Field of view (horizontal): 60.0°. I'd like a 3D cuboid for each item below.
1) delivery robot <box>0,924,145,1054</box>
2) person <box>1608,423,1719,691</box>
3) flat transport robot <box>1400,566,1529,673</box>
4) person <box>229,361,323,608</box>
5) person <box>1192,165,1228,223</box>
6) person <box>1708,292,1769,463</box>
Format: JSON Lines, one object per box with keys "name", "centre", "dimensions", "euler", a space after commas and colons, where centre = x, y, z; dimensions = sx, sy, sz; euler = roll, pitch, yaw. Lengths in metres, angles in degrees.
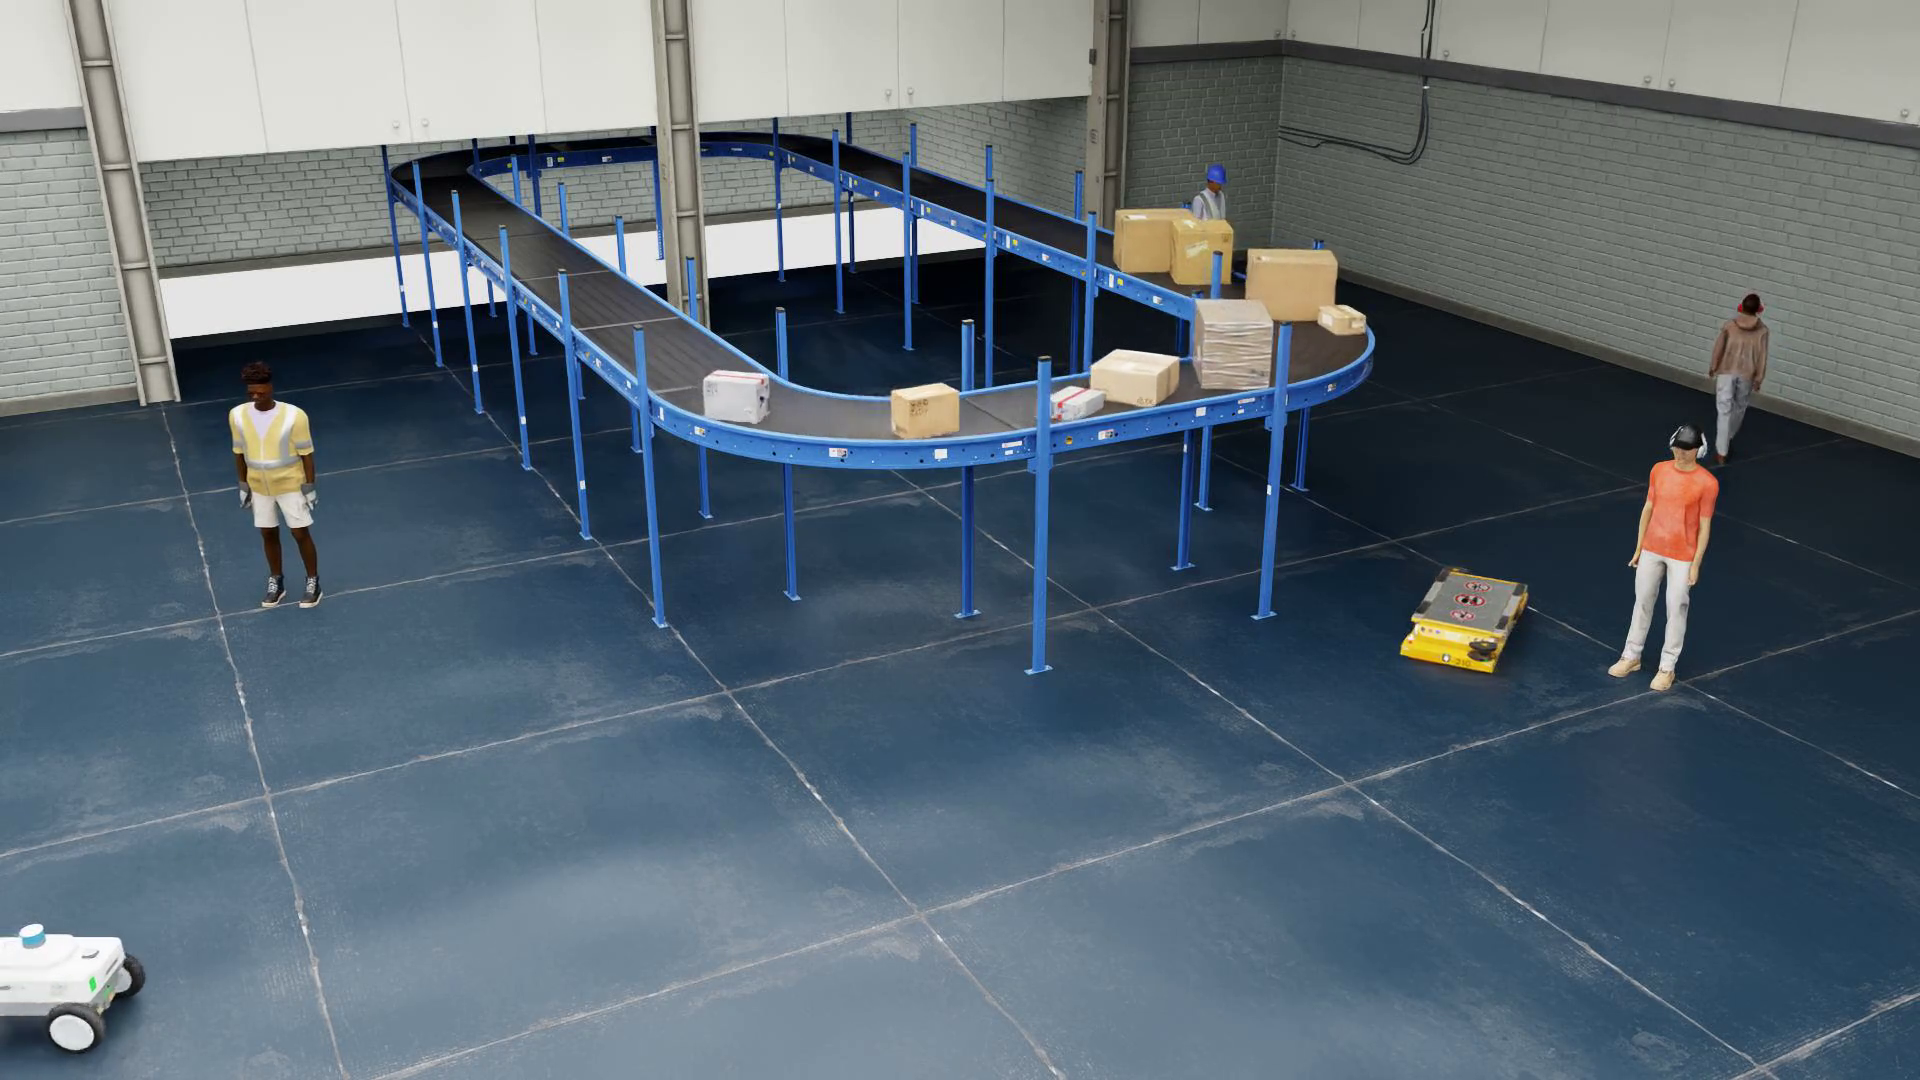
{"name": "delivery robot", "centre": [-4.467, 2.166, 8.152], "dimensions": [0.794, 0.603, 0.499], "euler": [0, 22, 0]}
{"name": "person", "centre": [4.859, 0.109, 11.419], "dimensions": [0.395, 1.913, 0.473], "euler": [-20, 29, -40]}
{"name": "flat transport robot", "centre": [3.797, 0.580, 12.443], "dimensions": [0.659, 0.231, 1.431], "euler": [11, 24, 25]}
{"name": "person", "centre": [-5.199, -0.419, 12.669], "dimensions": [0.604, 1.958, 0.369], "euler": [1, 22, 2]}
{"name": "person", "centre": [3.148, -3.746, 20.926], "dimensions": [0.617, 1.932, 0.416], "euler": [-19, 29, -39]}
{"name": "person", "centre": [7.479, -1.608, 16.054], "dimensions": [0.463, 1.609, 0.876], "euler": [6, 23, 14]}
